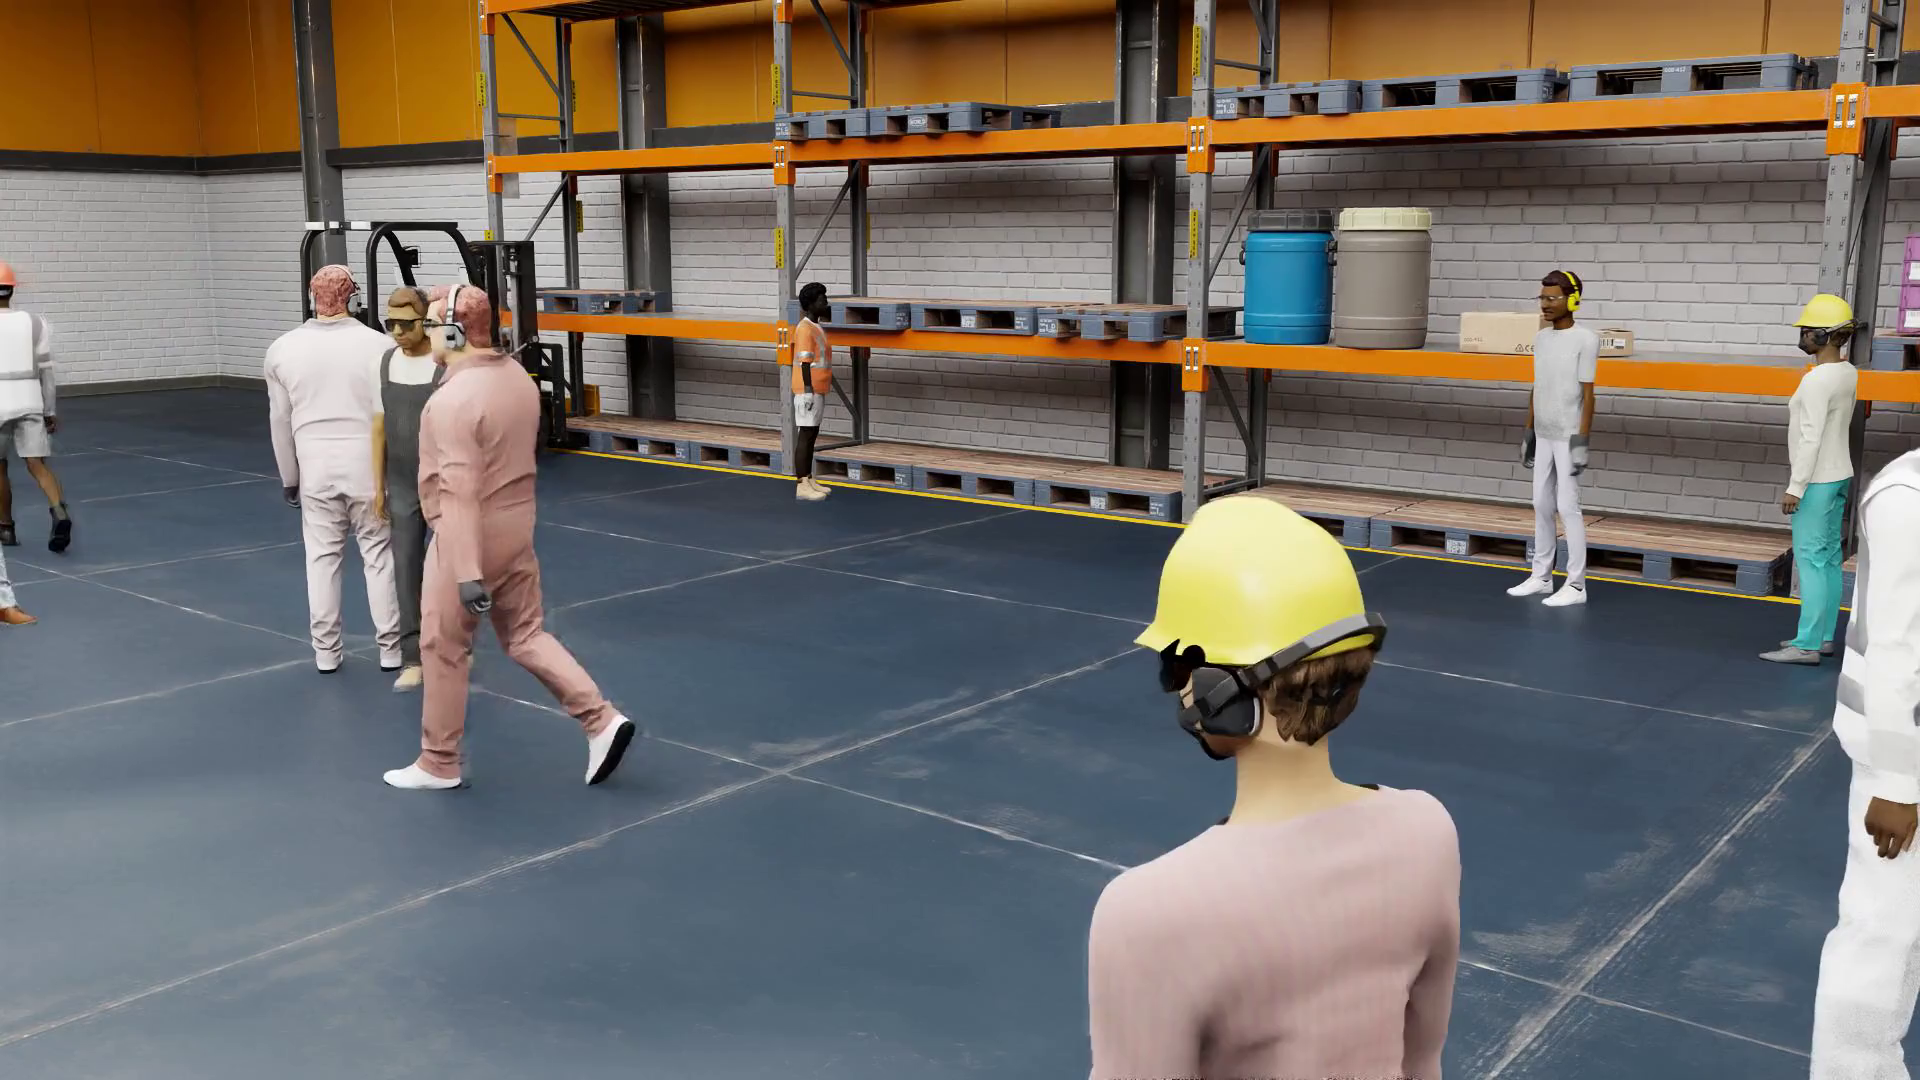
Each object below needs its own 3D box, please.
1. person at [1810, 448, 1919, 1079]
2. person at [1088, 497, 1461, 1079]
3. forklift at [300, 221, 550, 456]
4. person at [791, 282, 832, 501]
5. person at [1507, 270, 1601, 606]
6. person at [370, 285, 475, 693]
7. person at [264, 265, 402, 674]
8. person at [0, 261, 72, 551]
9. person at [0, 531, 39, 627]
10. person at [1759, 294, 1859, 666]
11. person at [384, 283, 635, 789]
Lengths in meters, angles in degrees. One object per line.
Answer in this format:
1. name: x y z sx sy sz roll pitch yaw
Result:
1. person: 2.057 0.454 3.547 0.337 1.882 0.583 10 14 43
2. person: 0.326 0.827 1.847 0.519 1.758 0.343 -7 12 -34
3. forklift: -4.922 -1.741 14.854 1.214 2.155 2.313 8 13 38
4. person: -1.155 -1.165 13.040 0.317 1.695 0.540 1 10 5
5. person: 3.329 -0.563 9.269 0.318 1.860 0.509 -4 11 -19
6. person: -2.432 -0.238 7.565 0.535 1.840 0.463 1 10 7
7. person: -2.859 -0.320 7.777 0.638 1.909 0.408 -1 10 -5
8. person: -6.126 -0.863 10.815 0.884 1.908 0.554 8 13 37
9. person: -5.383 -0.476 8.678 0.968 1.911 0.635 2 11 14
10. person: 4.076 -0.280 7.945 0.313 1.769 0.523 10 14 43
11. person: -1.680 0.012 6.029 0.875 1.879 0.642 3 11 15
